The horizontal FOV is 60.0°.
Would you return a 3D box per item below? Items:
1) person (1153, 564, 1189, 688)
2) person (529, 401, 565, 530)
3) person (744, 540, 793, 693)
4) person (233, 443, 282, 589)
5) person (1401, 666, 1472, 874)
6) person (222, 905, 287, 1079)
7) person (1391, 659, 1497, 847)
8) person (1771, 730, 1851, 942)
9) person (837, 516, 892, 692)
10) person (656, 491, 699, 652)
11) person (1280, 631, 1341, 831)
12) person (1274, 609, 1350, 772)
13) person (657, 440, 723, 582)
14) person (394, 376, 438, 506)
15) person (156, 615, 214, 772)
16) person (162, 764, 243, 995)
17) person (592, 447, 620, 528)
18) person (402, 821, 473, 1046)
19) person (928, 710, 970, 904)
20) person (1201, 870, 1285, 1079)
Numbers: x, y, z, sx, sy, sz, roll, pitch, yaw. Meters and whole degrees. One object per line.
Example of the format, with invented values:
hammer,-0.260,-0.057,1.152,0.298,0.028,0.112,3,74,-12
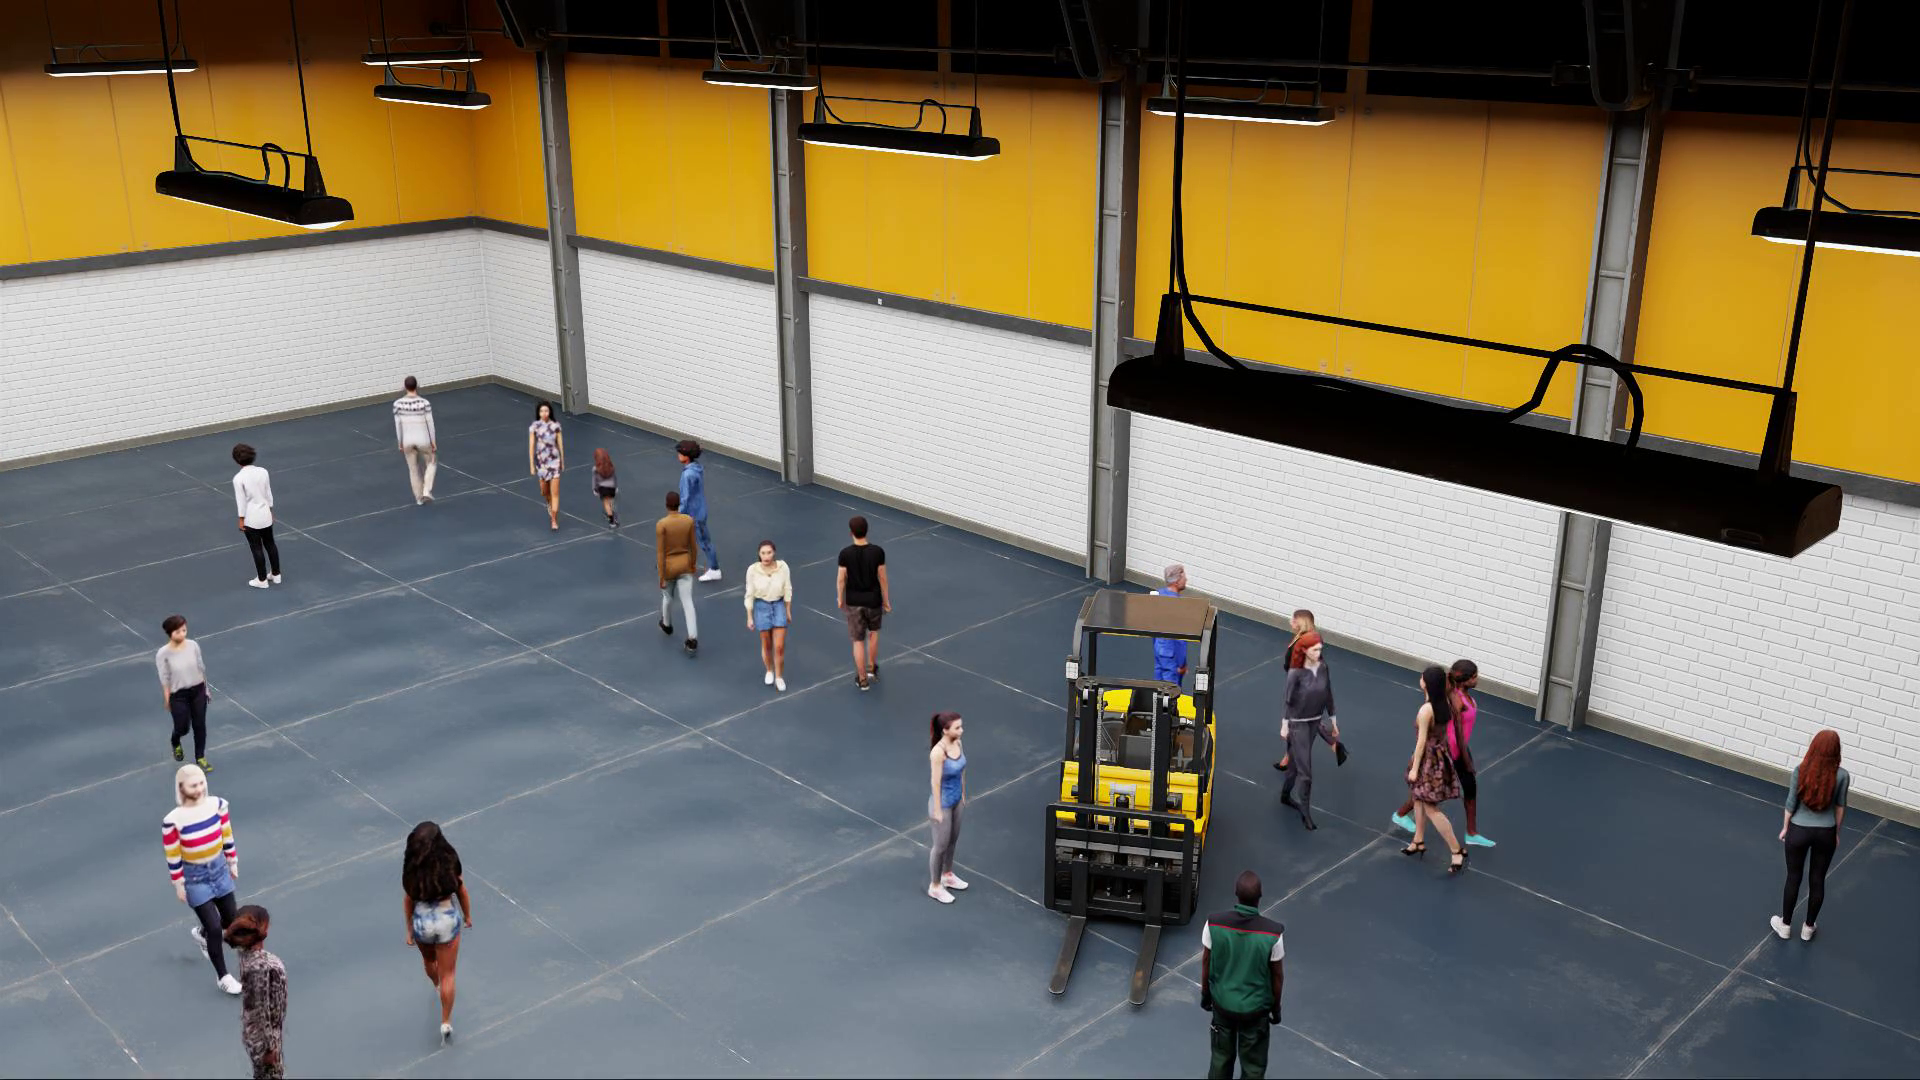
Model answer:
person,2.019,1.104,16.077,0.853,1.830,0.695,-5,19,-15
person,-5.604,-1.044,22.648,0.960,1.708,1.148,-4,19,-13
person,-1.999,0.762,17.479,0.851,1.585,0.914,-2,19,-7
person,-8.587,-0.308,20.309,0.611,1.807,0.663,12,22,32
person,3.947,1.918,13.787,0.896,1.749,0.700,12,22,32
person,-4.338,3.110,10.328,0.826,1.700,0.596,-5,19,-15
person,4.097,1.817,14.196,1.132,1.680,0.660,12,22,32
person,6.538,2.264,12.771,0.622,1.743,0.722,5,19,16
person,-0.999,0.684,17.305,0.924,1.844,0.993,-3,19,-9
person,-3.082,0.379,18.332,0.899,1.767,1.292,-10,21,-27
person,2.978,1.610,14.692,0.747,1.756,0.929,-12,22,-31
person,3.271,1.428,15.405,1.014,1.646,0.847,8,20,22
person,-3.174,-0.341,20.453,1.144,1.777,1.106,-1,19,-4
person,-7.649,-1.365,23.384,0.830,1.847,0.870,-2,19,-6
person,-7.282,1.420,15.594,0.709,1.541,0.579,16,24,39
person,-5.555,2.448,12.146,0.928,1.793,0.714,14,23,36
person,-4.800,-0.708,22.630,0.577,1.083,0.755,-11,21,-29
person,-3.639,2.754,11.544,0.902,1.598,1.036,-4,19,-10
person,-0.110,2.117,13.418,0.607,1.608,0.611,11,22,30
person,1.793,2.950,10.588,0.662,1.836,0.818,8,20,23
